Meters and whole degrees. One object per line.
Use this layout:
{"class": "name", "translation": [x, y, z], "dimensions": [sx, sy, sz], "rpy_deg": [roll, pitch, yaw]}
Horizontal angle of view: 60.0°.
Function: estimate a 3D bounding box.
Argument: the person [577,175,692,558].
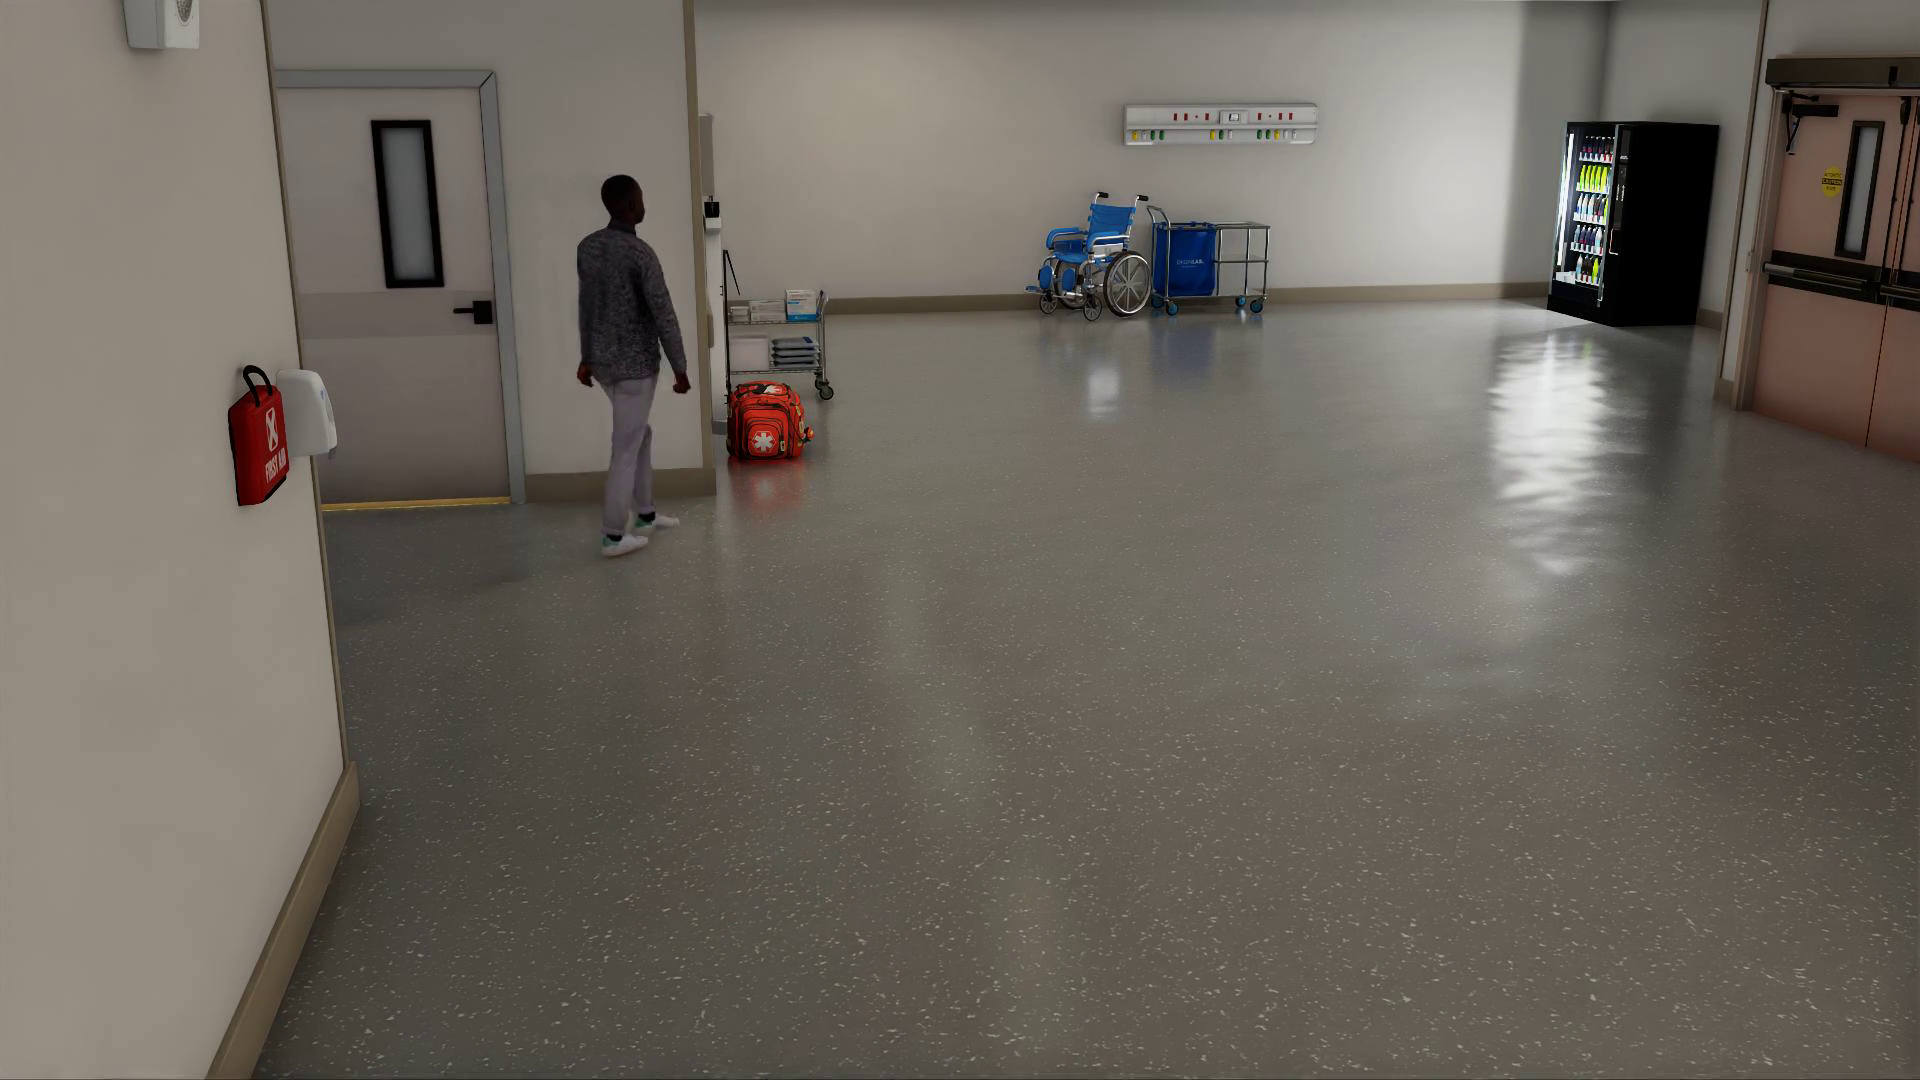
{"class": "person", "translation": [-1.680, -0.810, 7.989], "dimensions": [0.941, 1.823, 1.001], "rpy_deg": [12, 20, 37]}
